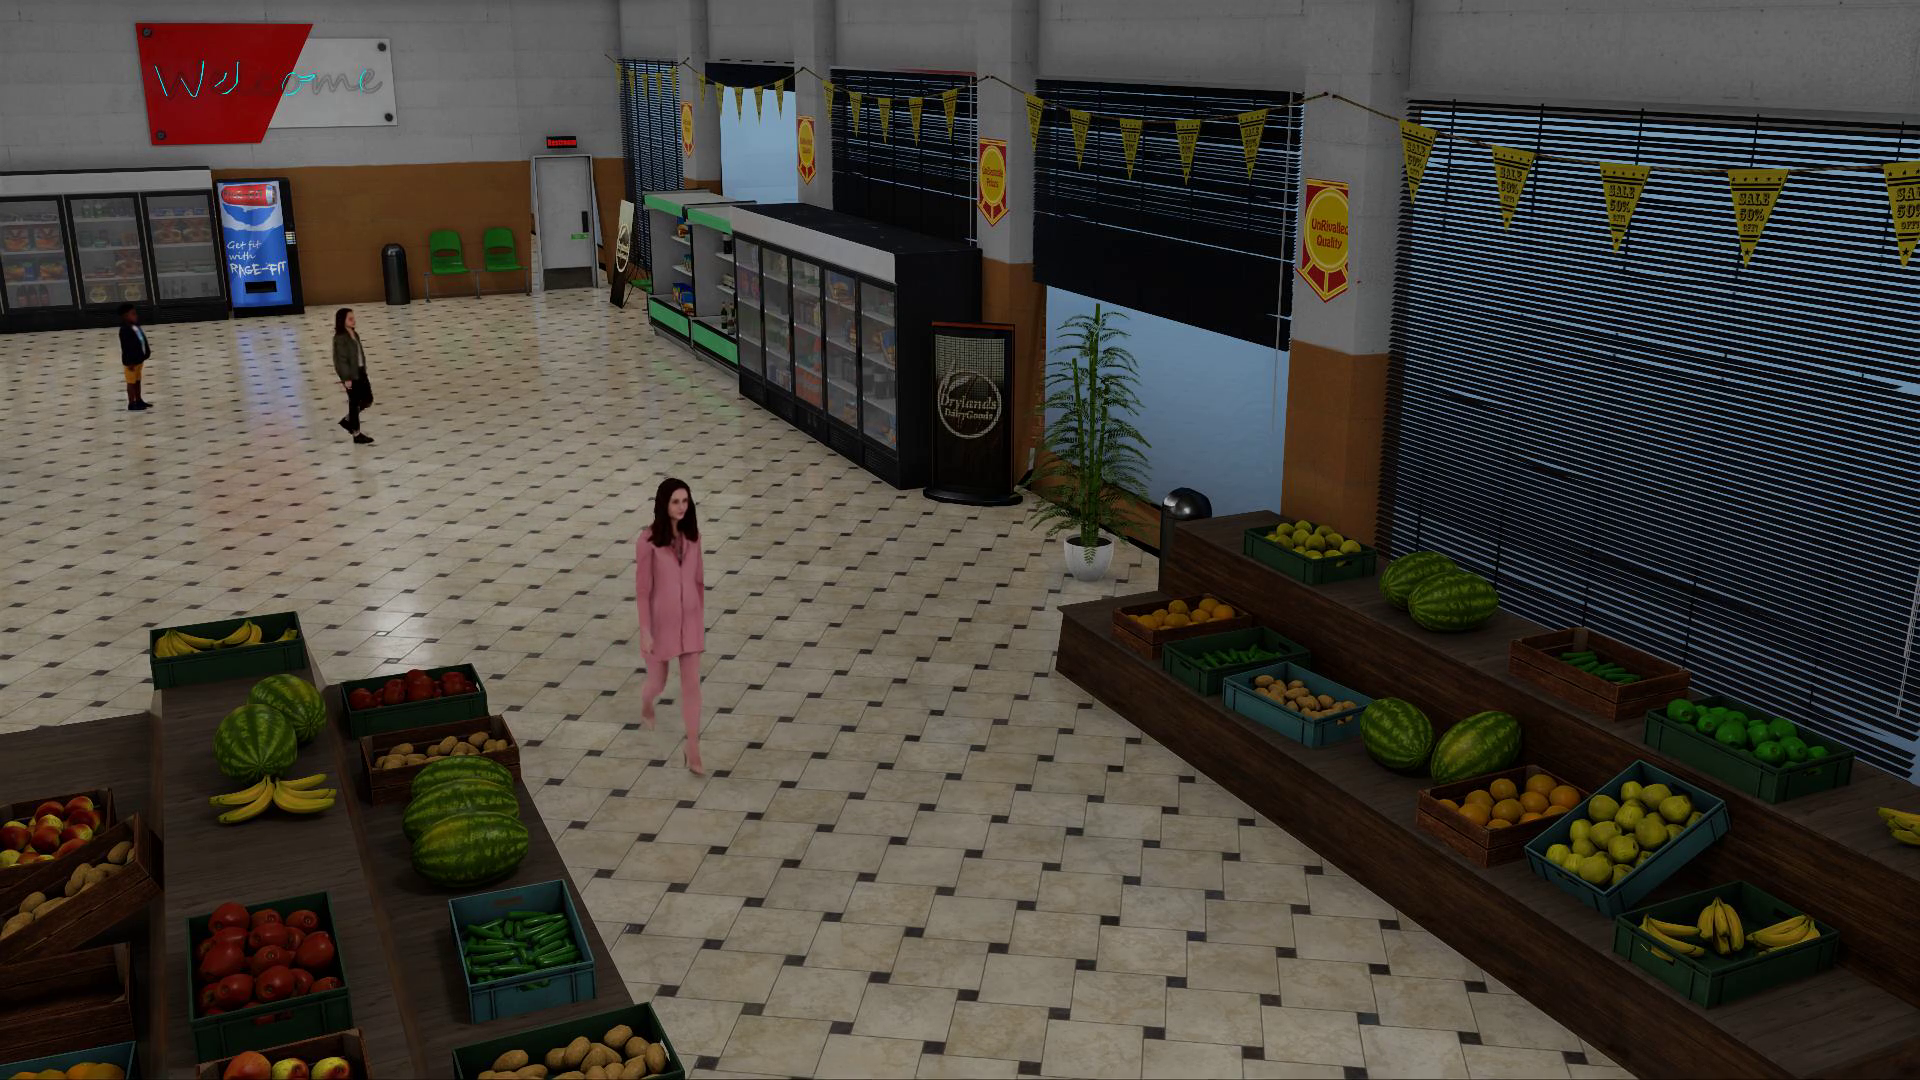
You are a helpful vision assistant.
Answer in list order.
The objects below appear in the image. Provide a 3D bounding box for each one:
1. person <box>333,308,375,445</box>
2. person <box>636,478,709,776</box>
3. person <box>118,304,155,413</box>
[{"bbox_3d":[-6.607,-1.760,17.941,0.808,1.465,0.749,3,17,11],"label":"person"},{"bbox_3d":[-1.765,0.501,9.956,0.700,1.779,1.064,-11,20,-32],"label":"person"},{"bbox_3d":[-9.754,-2.155,19.582,0.638,1.268,0.552,-2,17,-6],"label":"person"}]
